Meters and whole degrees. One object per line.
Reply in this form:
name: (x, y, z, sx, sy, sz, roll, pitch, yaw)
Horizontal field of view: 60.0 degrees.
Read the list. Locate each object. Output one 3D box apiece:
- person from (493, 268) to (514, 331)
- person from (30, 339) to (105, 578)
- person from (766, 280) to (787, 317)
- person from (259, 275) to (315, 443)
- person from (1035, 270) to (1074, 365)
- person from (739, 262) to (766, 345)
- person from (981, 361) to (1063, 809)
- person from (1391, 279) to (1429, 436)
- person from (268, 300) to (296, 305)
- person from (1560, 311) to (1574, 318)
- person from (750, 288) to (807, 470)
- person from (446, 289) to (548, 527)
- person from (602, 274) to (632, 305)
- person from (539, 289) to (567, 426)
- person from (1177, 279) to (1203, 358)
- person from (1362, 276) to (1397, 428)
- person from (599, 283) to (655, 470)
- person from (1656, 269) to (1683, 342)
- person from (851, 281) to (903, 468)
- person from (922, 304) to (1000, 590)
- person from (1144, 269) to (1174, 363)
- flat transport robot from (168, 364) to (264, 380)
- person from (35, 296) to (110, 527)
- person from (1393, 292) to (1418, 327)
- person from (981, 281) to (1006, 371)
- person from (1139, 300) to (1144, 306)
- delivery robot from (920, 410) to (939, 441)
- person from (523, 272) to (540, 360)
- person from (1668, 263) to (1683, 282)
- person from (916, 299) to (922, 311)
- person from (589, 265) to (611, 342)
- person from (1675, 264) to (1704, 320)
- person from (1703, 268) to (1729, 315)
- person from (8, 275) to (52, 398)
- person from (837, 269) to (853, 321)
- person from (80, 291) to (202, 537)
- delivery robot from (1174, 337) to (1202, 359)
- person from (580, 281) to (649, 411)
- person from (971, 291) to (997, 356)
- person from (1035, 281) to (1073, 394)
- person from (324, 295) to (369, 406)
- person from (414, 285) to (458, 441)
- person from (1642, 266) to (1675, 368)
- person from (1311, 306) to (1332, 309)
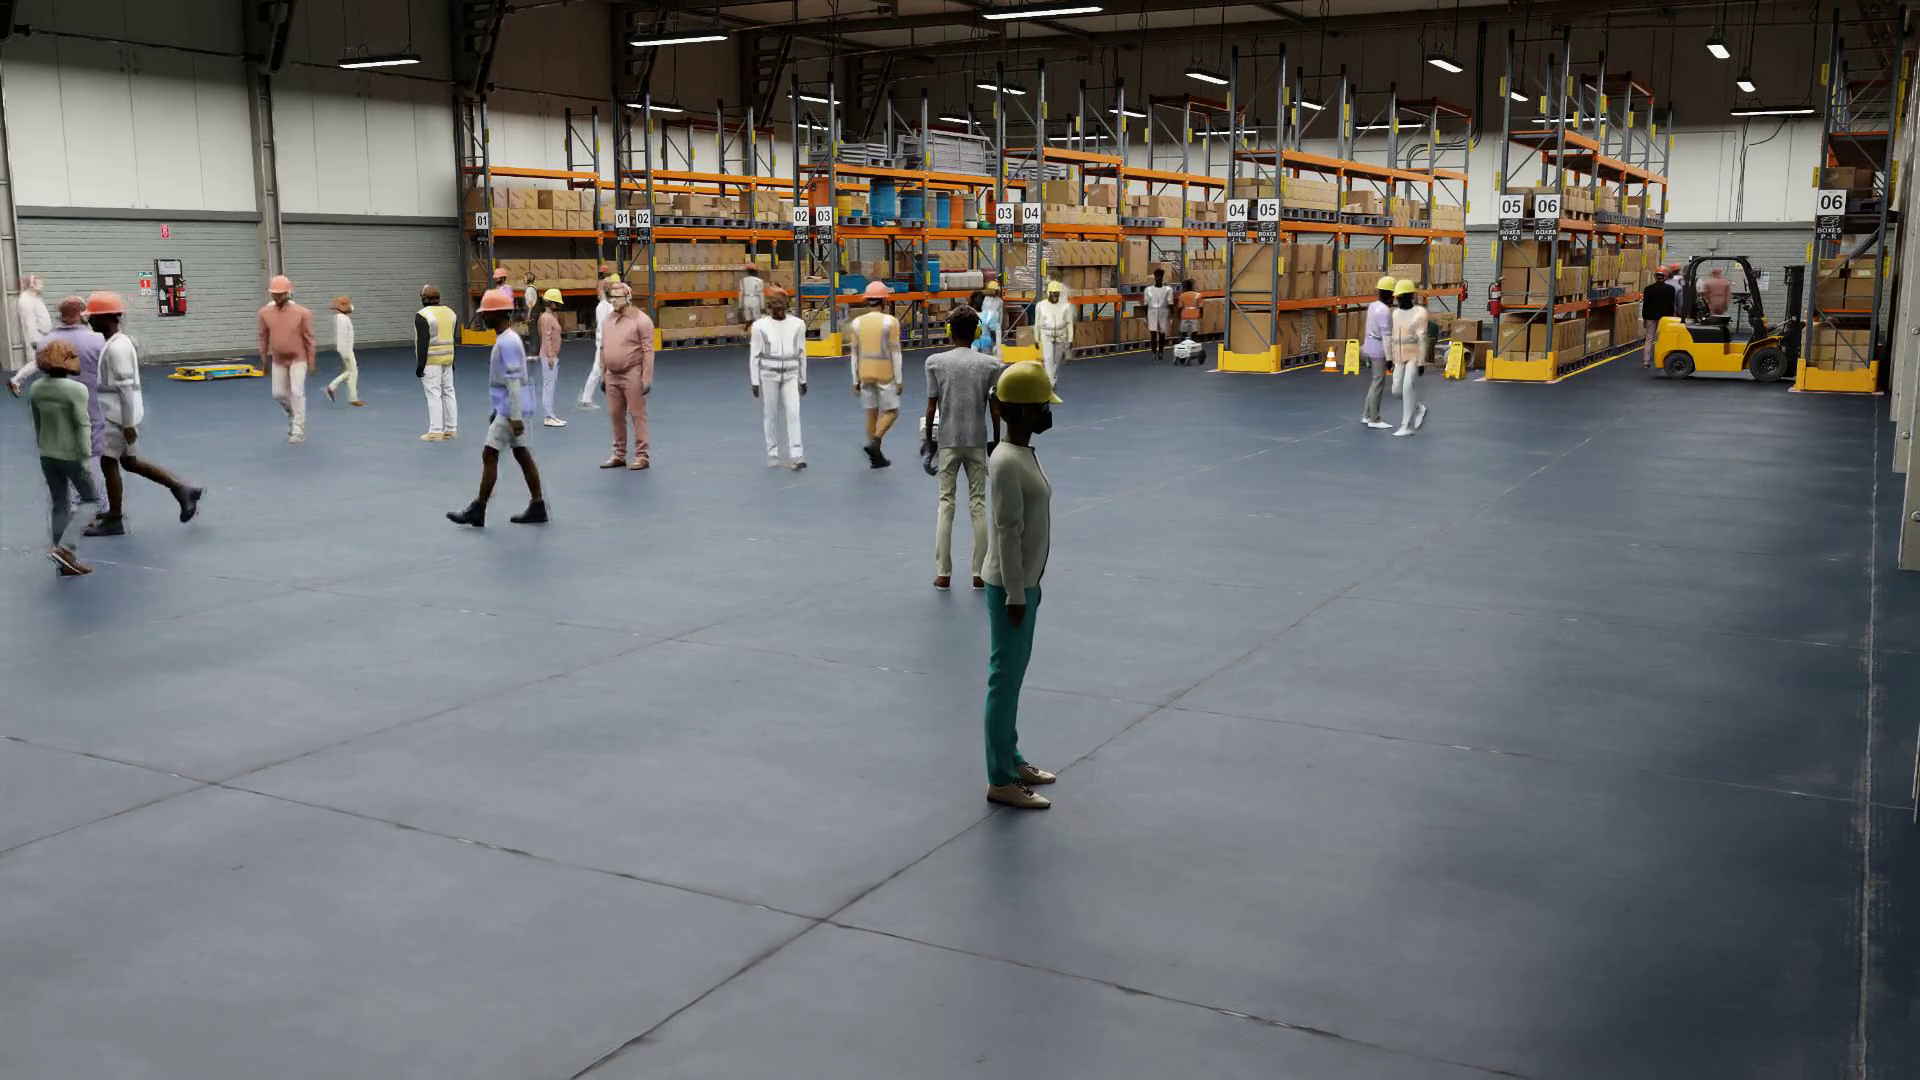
person: (-9.156, -4.471, 33.318, 0.373, 1.934, 0.551, -9, 13, -42)
person: (-6.037, -0.540, 11.216, 0.500, 1.623, 0.379, 3, 10, 17)
person: (-4.232, -5.182, 38.353, 0.521, 1.641, 0.309, 4, 10, 22)
person: (-7.874, -2.126, 19.534, 0.631, 1.966, 0.715, 0, 10, -2)
person: (1.862, -4.428, 33.213, 0.956, 1.886, 0.660, -4, 10, -21)
person: (-4.991, -5.634, 39.880, 0.631, 2.022, 0.527, 4, 11, 25)
person: (0.247, 0.171, 6.644, 0.315, 1.769, 0.525, 1, 10, 8)
person: (5.505, -2.215, 20.235, 0.588, 1.905, 0.606, -6, 11, -30)
person: (-12.380, -3.821, 30.402, 0.540, 1.620, 0.561, -5, 11, -29)
person: (15.512, -6.030, 42.792, 0.543, 1.816, 0.970, 9, 13, 41)
person: (-1.820, -1.623, 16.922, 0.607, 1.841, 0.931, -3, 10, -17)
person: (-3.769, -1.050, 13.388, 0.896, 1.899, 0.566, -2, 10, -13)
person: (-7.032, -4.551, 34.168, 0.617, 1.802, 0.759, -3, 10, -16)
person: (-5.228, -2.340, 21.368, 0.327, 1.760, 0.523, -1, 10, -7)
person: (4.898, -4.713, 35.506, 0.563, 1.682, 0.342, 2, 10, 13)
person: (5.328, -2.367, 21.048, 0.401, 1.918, 0.612, 0, 10, -2)
person: (-3.427, -1.664, 16.978, 0.651, 1.904, 0.403, 5, 11, 27)
person: (15.414, -4.957, 36.318, 0.634, 1.897, 1.004, 5, 11, 27)
person: (-0.860, -1.672, 16.959, 0.561, 1.927, 0.523, 4, 11, 24)
person: (0.011, -0.596, 10.866, 0.521, 1.865, 0.315, 0, 10, -2)
person: (4.076, -4.598, 34.113, 0.619, 1.931, 0.967, 1, 10, 4)
flat transport robot: (-13.191, -2.985, 29.490, 0.652, 0.197, 1.431, 7, 12, 35)
person: (-7.068, -1.040, 13.454, 0.647, 1.863, 0.943, 1, 10, 5)
person: (7.395, -3.303, 27.451, 0.513, 1.613, 0.741, 3, 10, 15)
person: (0.609, -4.081, 31.754, 0.491, 1.694, 0.916, -3, 10, -15)
person: (5.564, -7.165, 49.591, 0.524, 1.769, 0.308, 4, 11, 23)
delivery robot: (-0.166, -1.278, 18.394, 0.477, 0.478, 0.707, 4, 10, 22)
person: (-8.981, -4.684, 34.836, 0.344, 1.846, 0.507, 0, 10, -1)
person: (18.570, -6.191, 43.209, 0.642, 1.998, 0.658, -8, 12, -39)
person: (-1.283, -7.703, 52.312, 0.587, 1.914, 0.390, 4, 11, 25)
person: (-8.997, -6.014, 42.333, 0.626, 1.951, 1.003, 8, 12, 37)
person: (17.188, -5.540, 39.275, 0.687, 2.000, 0.963, 6, 11, 30)
person: (19.377, -6.034, 42.628, 0.723, 1.881, 0.496, -1, 10, -3)
person: (-14.013, -3.057, 25.164, 0.681, 1.890, 0.655, -2, 10, -12)
person: (-3.000, -6.008, 42.570, 0.544, 1.853, 0.481, 4, 11, 23)
person: (-6.461, -0.991, 13.033, 0.825, 1.917, 0.549, -5, 11, -26)
delivery robot: (4.574, -3.833, 33.348, 0.477, 0.478, 0.707, 6, 11, 30)
person: (-4.924, -2.710, 23.344, 1.006, 1.835, 0.575, 2, 10, 14)
person: (0.287, -2.928, 25.124, 0.544, 1.647, 0.861, -2, 10, -13)
person: (1.498, -3.261, 26.680, 0.603, 1.795, 0.920, -1, 10, -7)
person: (-8.929, -2.738, 24.108, 0.528, 1.617, 0.521, -4, 10, -22)
person: (-6.213, -2.091, 19.673, 0.429, 1.840, 0.629, 4, 11, 23)
person: (13.514, -4.297, 32.177, 0.604, 1.986, 0.405, 9, 13, 43)
person: (8.455, -5.394, 39.133, 0.640, 1.801, 0.956, 5, 11, 26)
